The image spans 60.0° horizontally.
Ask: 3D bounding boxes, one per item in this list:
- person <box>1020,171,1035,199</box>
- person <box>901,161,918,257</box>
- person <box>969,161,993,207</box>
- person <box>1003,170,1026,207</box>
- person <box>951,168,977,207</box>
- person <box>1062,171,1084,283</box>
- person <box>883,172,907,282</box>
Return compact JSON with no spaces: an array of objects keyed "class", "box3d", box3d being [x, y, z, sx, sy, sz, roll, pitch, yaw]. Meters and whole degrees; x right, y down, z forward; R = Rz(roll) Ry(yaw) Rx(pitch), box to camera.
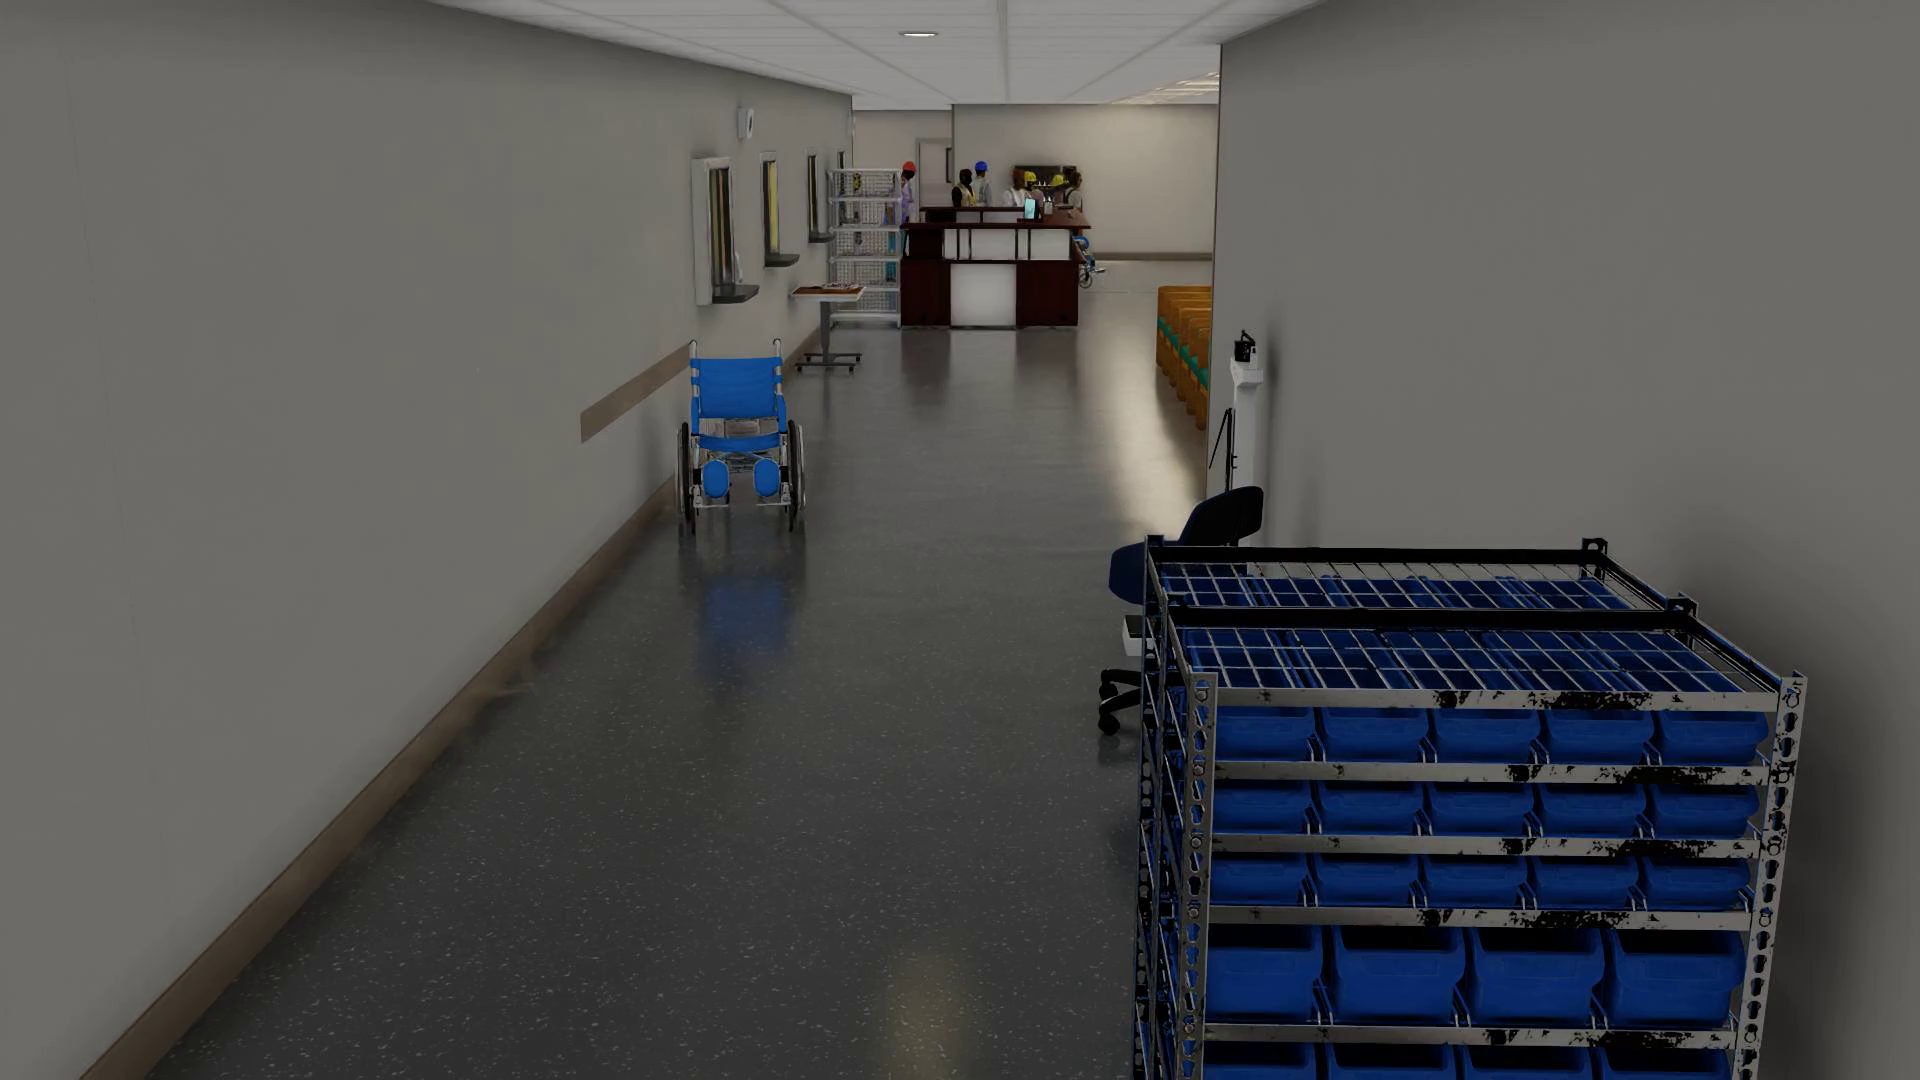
[{"class":"person","box3d":[1.122,-5.389,28.527,0.404,1.833,0.590,-2,14,-8]},{"class":"person","box3d":[-0.998,-6.300,32.012,0.377,1.932,0.552,0,14,0]},{"class":"person","box3d":[0.381,-6.224,31.680,0.617,1.944,0.397,11,18,39]},{"class":"person","box3d":[0.919,-5.178,27.598,0.404,1.872,0.615,11,18,39]},{"class":"person","box3d":[0.104,-5.791,30.146,0.429,1.844,0.623,7,16,27]},{"class":"person","box3d":[1.895,-5.255,27.951,0.330,1.844,0.520,-8,16,-29]},{"class":"person","box3d":[-1.094,-5.299,28.166,0.382,1.835,0.571,6,15,24]}]
